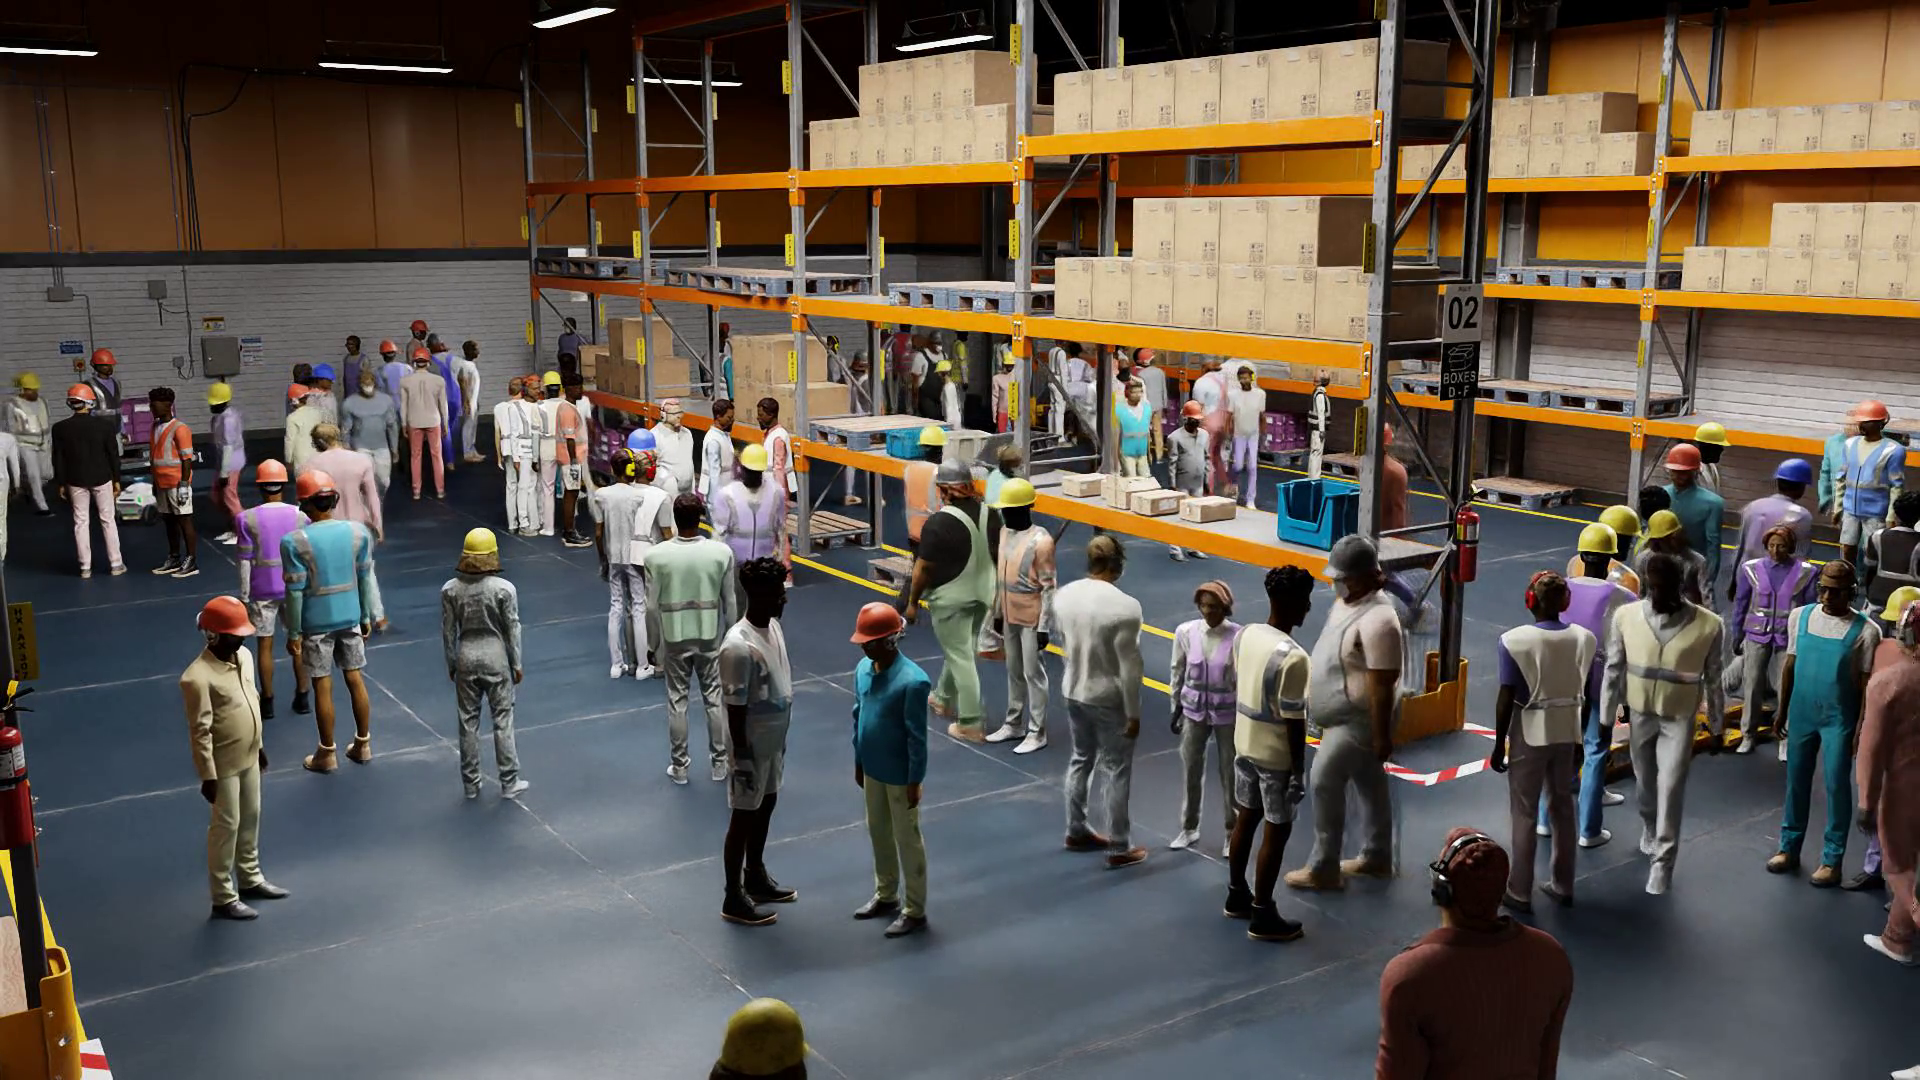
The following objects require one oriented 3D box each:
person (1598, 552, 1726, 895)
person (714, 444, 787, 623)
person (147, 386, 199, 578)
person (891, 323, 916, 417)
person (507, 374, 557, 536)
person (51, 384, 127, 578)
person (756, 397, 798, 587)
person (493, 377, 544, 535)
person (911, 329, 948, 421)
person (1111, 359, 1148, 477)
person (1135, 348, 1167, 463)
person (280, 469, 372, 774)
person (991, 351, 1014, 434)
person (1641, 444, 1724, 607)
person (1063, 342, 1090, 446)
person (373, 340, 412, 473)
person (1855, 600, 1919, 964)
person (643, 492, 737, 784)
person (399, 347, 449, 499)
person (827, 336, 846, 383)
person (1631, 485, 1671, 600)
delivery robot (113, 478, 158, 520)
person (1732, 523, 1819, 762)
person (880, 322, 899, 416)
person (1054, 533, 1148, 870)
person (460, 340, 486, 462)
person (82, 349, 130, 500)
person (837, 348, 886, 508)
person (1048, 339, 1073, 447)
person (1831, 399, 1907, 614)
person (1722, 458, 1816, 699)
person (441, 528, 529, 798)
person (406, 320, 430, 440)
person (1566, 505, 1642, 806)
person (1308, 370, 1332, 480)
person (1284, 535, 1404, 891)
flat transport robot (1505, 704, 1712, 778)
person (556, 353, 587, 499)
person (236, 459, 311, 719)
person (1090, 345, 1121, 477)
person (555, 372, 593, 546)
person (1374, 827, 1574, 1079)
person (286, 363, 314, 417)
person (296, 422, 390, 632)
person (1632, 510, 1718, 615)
[{"bbox_3d":[3.956,0.976,9.367,0.624,1.895,0.932,7,13,32],"label":"person"},{"bbox_3d":[-1.713,0.130,13.646,0.618,1.863,1.042,-3,11,-14],"label":"person"},{"bbox_3d":[-8.123,-0.600,17.115,0.607,1.966,0.367,7,13,33],"label":"person"},{"bbox_3d":[-1.017,-3.099,30.269,0.624,1.834,0.432,6,13,30],"label":"person"},{"bbox_3d":[-4.967,-0.984,19.313,0.352,1.879,0.575,8,14,37],"label":"person"},{"bbox_3d":[-8.944,-0.606,17.083,0.613,1.991,0.392,-4,12,-20],"label":"person"},{"bbox_3d":[-1.839,-0.477,16.655,0.404,1.906,0.598,-3,11,-15],"label":"person"},{"bbox_3d":[-5.113,-0.967,19.308,0.569,1.840,0.374,2,11,8],"label":"person"},{"bbox_3d":[-0.518,-2.318,25.717,0.696,2.000,0.789,-11,15,-44],"label":"person"},{"bbox_3d":[2.188,-1.526,22.291,0.638,1.810,0.582,-3,11,-14],"label":"person"},{"bbox_3d":[2.829,-1.998,24.877,0.620,1.733,0.384,-8,14,-35],"label":"person"},{"bbox_3d":[-4.217,0.539,11.091,0.374,2.043,0.608,9,15,40],"label":"person"},{"bbox_3d":[0.712,-1.849,24.045,0.520,1.756,0.348,-1,11,-6],"label":"person"},{"bbox_3d":[5.491,0.243,12.753,0.406,1.986,0.618,-10,15,-42],"label":"person"},{"bbox_3d":[1.832,-2.368,26.929,0.549,1.655,0.645,-2,11,-9],"label":"person"},{"bbox_3d":[-8.133,-1.913,23.968,0.575,1.910,0.475,-7,13,-33],"label":"person"},{"bbox_3d":[4.670,1.245,7.973,0.654,1.866,0.767,-2,11,-9],"label":"person"},{"bbox_3d":[-1.751,0.646,10.862,0.592,1.917,0.375,-3,11,-13],"label":"person"},{"bbox_3d":[-7.028,-1.533,21.850,0.618,1.986,0.408,-4,12,-18],"label":"person"},{"bbox_3d":[-1.947,-2.243,25.811,0.506,1.861,0.330,11,15,44],"label":"person"},{"bbox_3d":[5.208,0.430,12.533,0.322,1.697,0.532,4,12,20],"label":"person"},{"bbox_3d":[-9.873,-0.507,20.021,0.477,0.478,0.707,0,11,-1],"label":"delivery robot"},{"bbox_3d":[5.561,0.690,11.380,0.526,1.632,0.312,7,13,31],"label":"person"},{"bbox_3d":[-1.332,-3.101,30.286,0.403,1.825,0.596,-9,14,-39],"label":"person"},{"bbox_3d":[0.813,0.913,9.481,0.425,1.931,0.639,-10,15,-42],"label":"person"},{"bbox_3d":[-7.377,-2.088,25.076,0.354,1.839,0.515,-1,11,-3],"label":"person"},{"bbox_3d":[-10.697,-1.379,20.899,0.381,2.045,0.605,2,11,12],"label":"person"},{"bbox_3d":[-1.235,-1.440,21.224,0.692,2.000,0.535,6,13,28],"label":"person"},{"bbox_3d":[1.594,-2.430,26.695,0.356,1.883,0.572,-4,12,-20],"label":"person"},{"bbox_3d":[8.287,-0.276,15.257,0.391,2.040,0.615,-6,12,-26],"label":"person"},{"bbox_3d":[5.996,0.337,12.510,0.850,1.905,0.651,-4,12,-20],"label":"person"},{"bbox_3d":[-3.030,0.783,10.611,0.493,1.742,0.322,0,11,2],"label":"person"},{"bbox_3d":[-8.936,-2.643,27.528,0.408,1.986,0.617,0,11,0],"label":"person"},{"bbox_3d":[4.039,0.724,10.472,0.402,1.917,0.592,-4,12,-19],"label":"person"},{"bbox_3d":[4.861,-1.485,22.487,0.306,1.637,0.522,1,11,6],"label":"person"},{"bbox_3d":[2.089,0.920,9.142,0.786,2.000,0.700,1,11,6],"label":"person"},{"bbox_3d":[4.482,1.357,11.452,1.431,0.197,0.652,-8,13,-34],"label":"flat transport robot"},{"bbox_3d":[-5.151,-1.489,21.790,0.597,1.916,0.371,9,14,38],"label":"person"},{"bbox_3d":[-5.046,0.361,12.319,0.549,1.924,0.387,-7,13,-32],"label":"person"},{"bbox_3d":[2.099,-1.797,23.238,0.604,1.966,0.367,5,12,24],"label":"person"},{"bbox_3d":[-4.362,-0.915,18.727,0.362,1.963,0.614,-3,12,-17],"label":"person"},{"bbox_3d":[1.495,1.790,5.038,0.643,1.909,0.410,-4,12,-21],"label":"person"},{"bbox_3d":[-8.363,-1.339,21.254,0.430,1.836,0.619,-6,12,-27],"label":"person"},{"bbox_3d":[-5.479,-0.094,14.699,0.655,1.897,0.481,-6,13,-28],"label":"person"},{"bbox_3d":[5.001,0.607,11.669,0.582,1.678,0.877,4,12,21],"label":"person"}]
